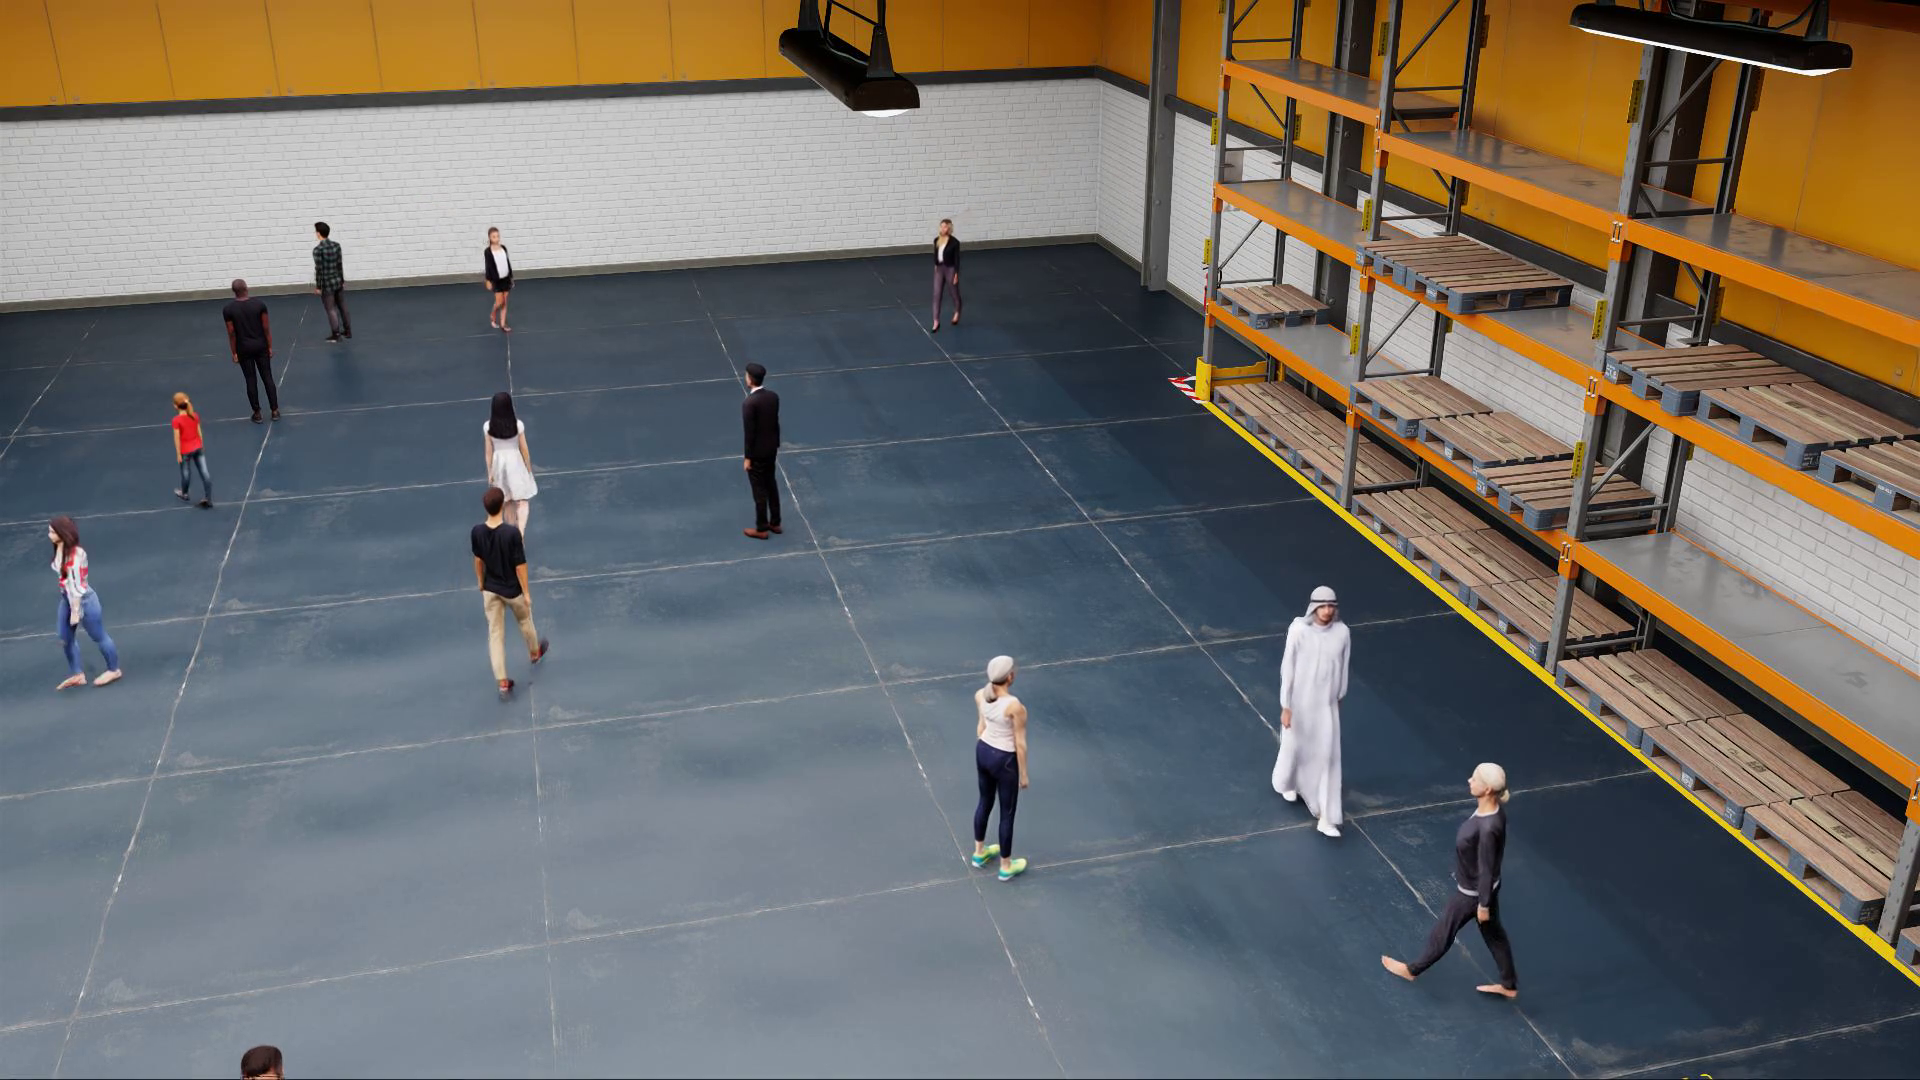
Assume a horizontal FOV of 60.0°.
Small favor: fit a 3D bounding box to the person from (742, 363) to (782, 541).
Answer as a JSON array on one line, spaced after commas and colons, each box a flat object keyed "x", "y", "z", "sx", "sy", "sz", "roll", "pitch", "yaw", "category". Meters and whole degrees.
[{"x": -2.065, "y": -0.934, "z": 17.387, "sx": 0.816, "sy": 1.877, "sz": 0.758, "roll": 13, "pitch": 27, "yaw": 27, "category": "person"}]

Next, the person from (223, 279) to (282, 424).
[{"x": -8.813, "y": -2.359, "z": 20.719, "sx": 0.710, "sy": 1.818, "sz": 0.641, "roll": -12, "pitch": 26, "yaw": -25, "category": "person"}]

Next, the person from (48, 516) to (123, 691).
[{"x": -7.534, "y": 0.520, "z": 14.409, "sx": 0.834, "sy": 1.597, "sz": 0.878, "roll": 18, "pitch": 29, "yaw": 35, "category": "person"}]

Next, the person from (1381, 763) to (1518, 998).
[{"x": 3.341, "y": 2.194, "z": 10.476, "sx": 1.120, "sy": 1.680, "sz": 1.114, "roll": 10, "pitch": 26, "yaw": 22, "category": "person"}]

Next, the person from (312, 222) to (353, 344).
[{"x": -8.945, "y": -3.671, "z": 23.598, "sx": 0.779, "sy": 1.714, "sz": 0.721, "roll": 11, "pitch": 26, "yaw": 24, "category": "person"}]

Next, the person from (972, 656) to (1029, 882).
[{"x": 0.266, "y": 1.600, "z": 11.812, "sx": 0.635, "sy": 1.698, "sz": 0.737, "roll": 21, "pitch": 31, "yaw": 39, "category": "person"}]

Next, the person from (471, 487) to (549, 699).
[{"x": -3.924, "y": 0.487, "z": 14.210, "sx": 0.928, "sy": 1.817, "sz": 1.192, "roll": 2, "pitch": 24, "yaw": 5, "category": "person"}]

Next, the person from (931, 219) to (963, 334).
[{"x": -0.145, "y": -3.879, "z": 24.446, "sx": 1.009, "sy": 1.618, "sz": 1.101, "roll": 11, "pitch": 26, "yaw": 24, "category": "person"}]

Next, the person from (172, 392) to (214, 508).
[{"x": -8.368, "y": -0.964, "z": 18.186, "sx": 0.865, "sy": 1.291, "sz": 0.767, "roll": 17, "pitch": 29, "yaw": 34, "category": "person"}]

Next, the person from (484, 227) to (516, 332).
[{"x": -6.813, "y": -3.853, "z": 24.477, "sx": 0.673, "sy": 1.545, "sz": 0.747, "roll": -20, "pitch": 31, "yaw": -38, "category": "person"}]

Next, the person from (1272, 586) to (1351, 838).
[{"x": 2.605, "y": 1.200, "z": 12.507, "sx": 0.872, "sy": 1.875, "sz": 1.277, "roll": -2, "pitch": 24, "yaw": -4, "category": "person"}]

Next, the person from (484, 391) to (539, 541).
[{"x": -4.553, "y": -0.607, "z": 16.785, "sx": 0.675, "sy": 1.760, "sz": 0.900, "roll": -4, "pitch": 24, "yaw": -9, "category": "person"}]
